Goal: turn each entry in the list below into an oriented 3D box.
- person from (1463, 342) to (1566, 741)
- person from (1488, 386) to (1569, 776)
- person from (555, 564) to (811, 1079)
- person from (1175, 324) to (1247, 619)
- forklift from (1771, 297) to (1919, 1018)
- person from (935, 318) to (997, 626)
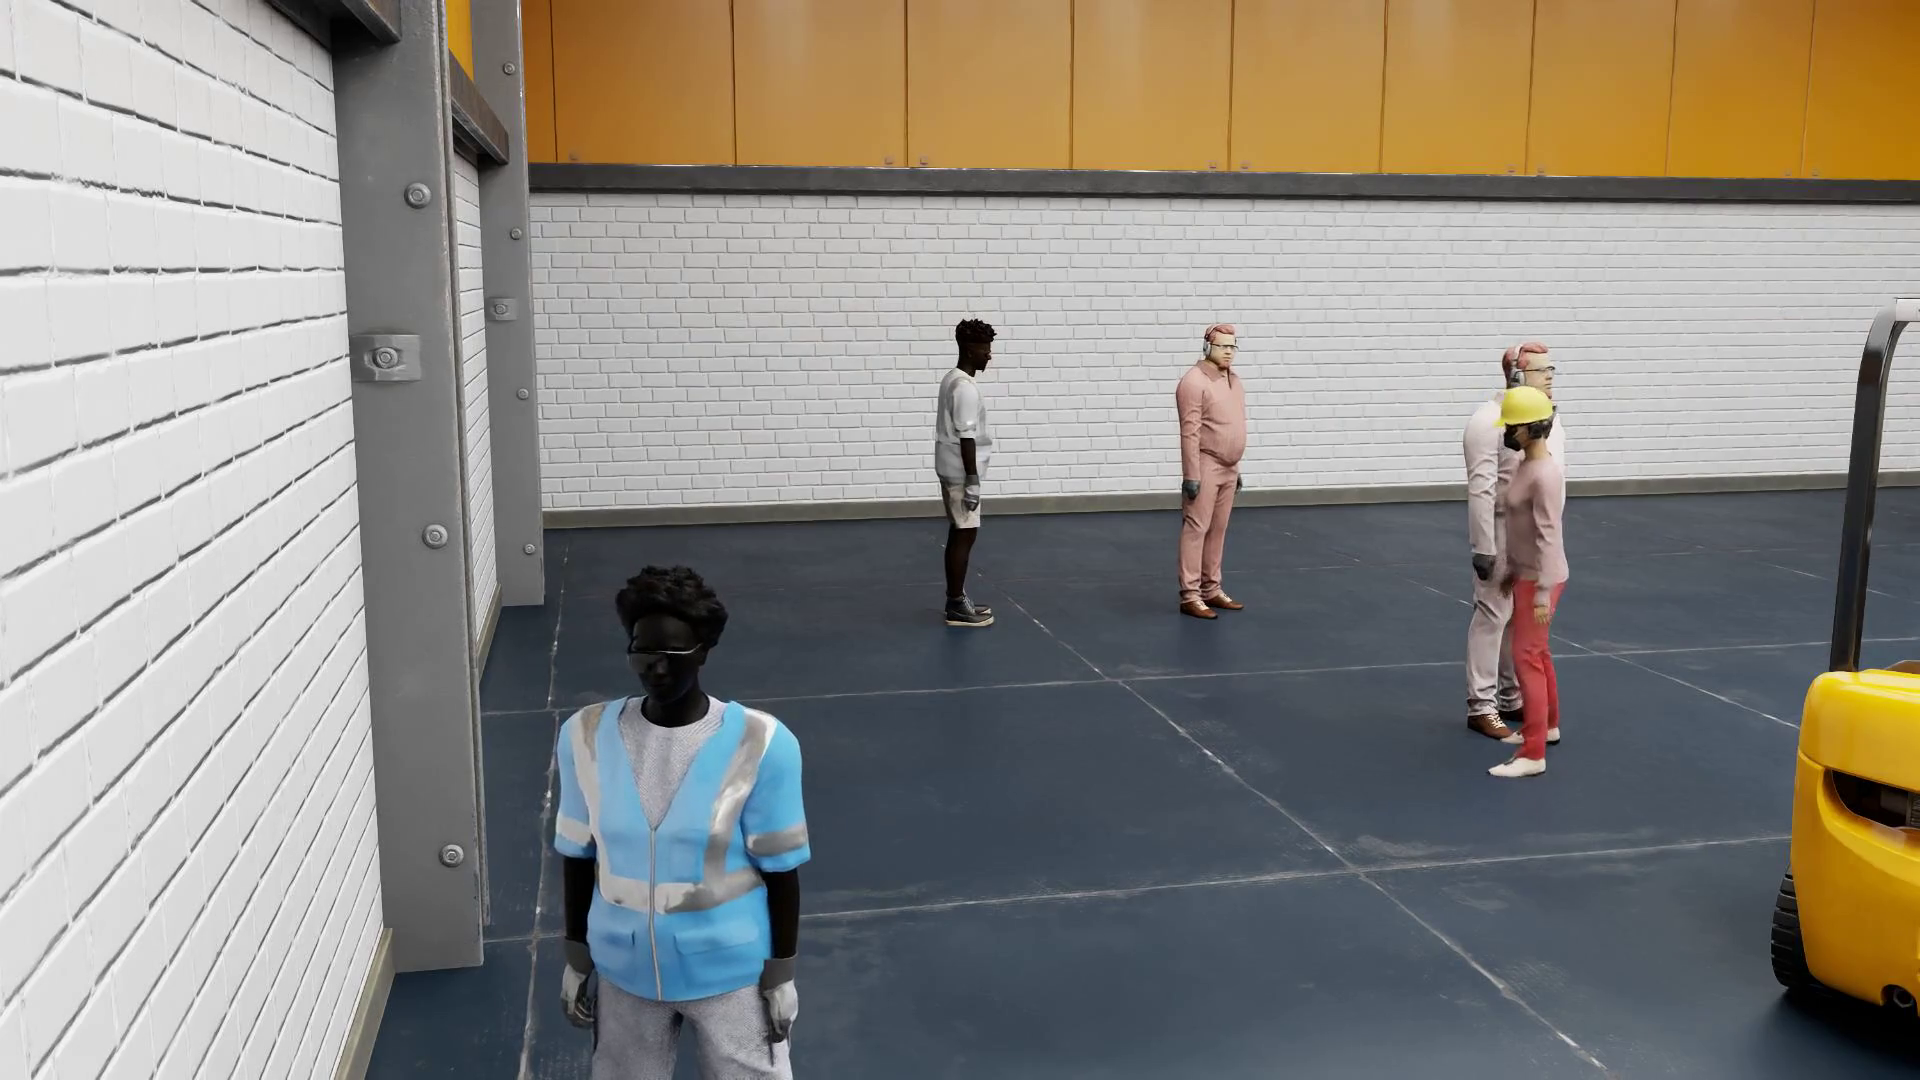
[{"bbox_3d":[2.716,0.000,8.075,0.642,1.913,0.408,-7,12,-37],"label":"person"},{"bbox_3d":[2.595,0.172,7.565,0.389,1.754,0.589,1,9,9],"label":"person"},{"bbox_3d":[-0.568,0.876,3.414,0.537,1.694,0.320,2,9,11],"label":"person"},{"bbox_3d":[1.668,-0.453,10.859,0.400,1.905,0.643,8,12,39],"label":"person"},{"bbox_3d":[3.542,0.334,5.177,2.313,2.155,1.214,-9,13,-43],"label":"forklift"},{"bbox_3d":[0.039,-0.423,10.542,0.391,1.953,0.610,-2,9,-9],"label":"person"}]
